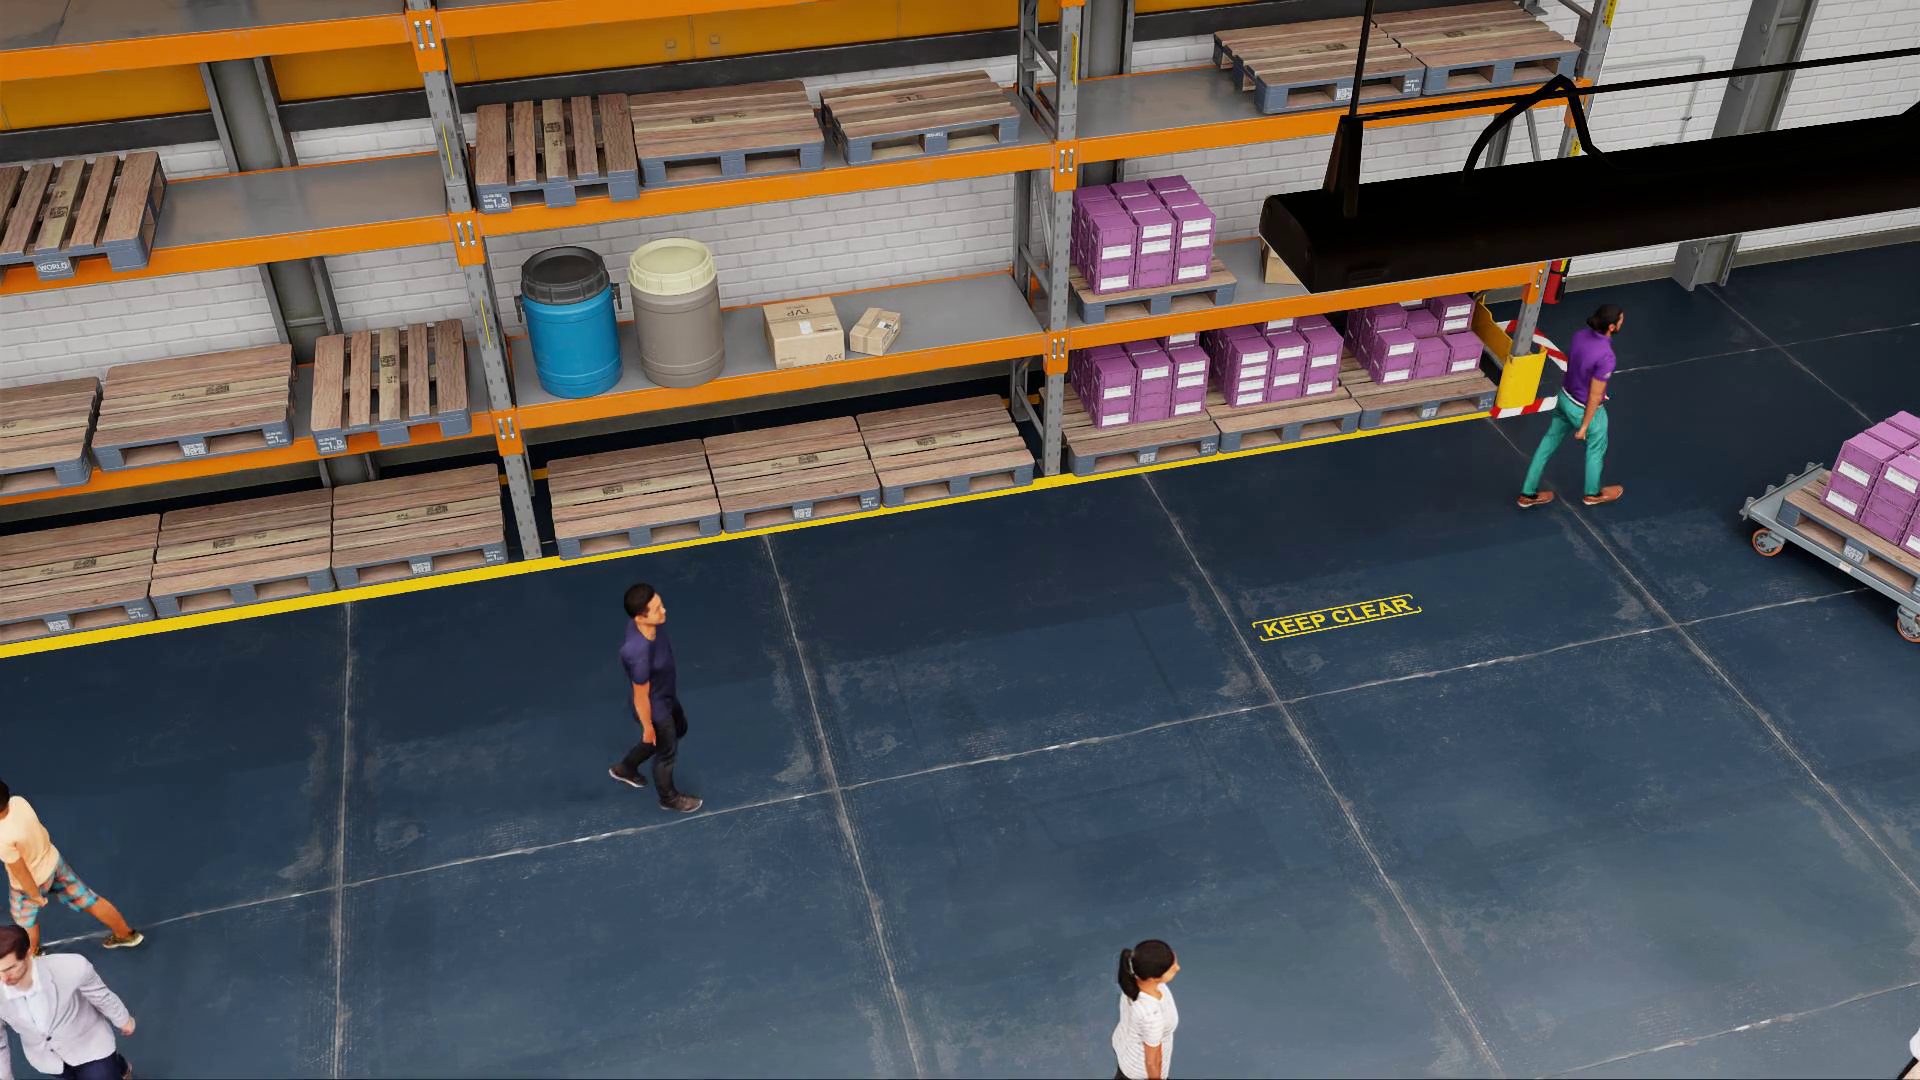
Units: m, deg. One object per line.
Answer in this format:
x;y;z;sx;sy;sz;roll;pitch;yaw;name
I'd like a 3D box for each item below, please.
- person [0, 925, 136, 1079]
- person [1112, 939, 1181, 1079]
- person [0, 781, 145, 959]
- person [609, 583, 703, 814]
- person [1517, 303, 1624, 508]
-4.257;2.365;8.001;1.158;1.801;0.804;-7;39;-9;person
0.864;2.471;7.994;0.536;1.645;0.584;-6;39;-7;person
-4.916;1.801;9.012;1.054;1.421;0.715;0;39;0;person
-1.881;0.946;9.793;0.846;1.783;0.737;-1;39;-2;person
4.449;-0.942;12.194;1.009;1.737;0.669;-13;40;-16;person
